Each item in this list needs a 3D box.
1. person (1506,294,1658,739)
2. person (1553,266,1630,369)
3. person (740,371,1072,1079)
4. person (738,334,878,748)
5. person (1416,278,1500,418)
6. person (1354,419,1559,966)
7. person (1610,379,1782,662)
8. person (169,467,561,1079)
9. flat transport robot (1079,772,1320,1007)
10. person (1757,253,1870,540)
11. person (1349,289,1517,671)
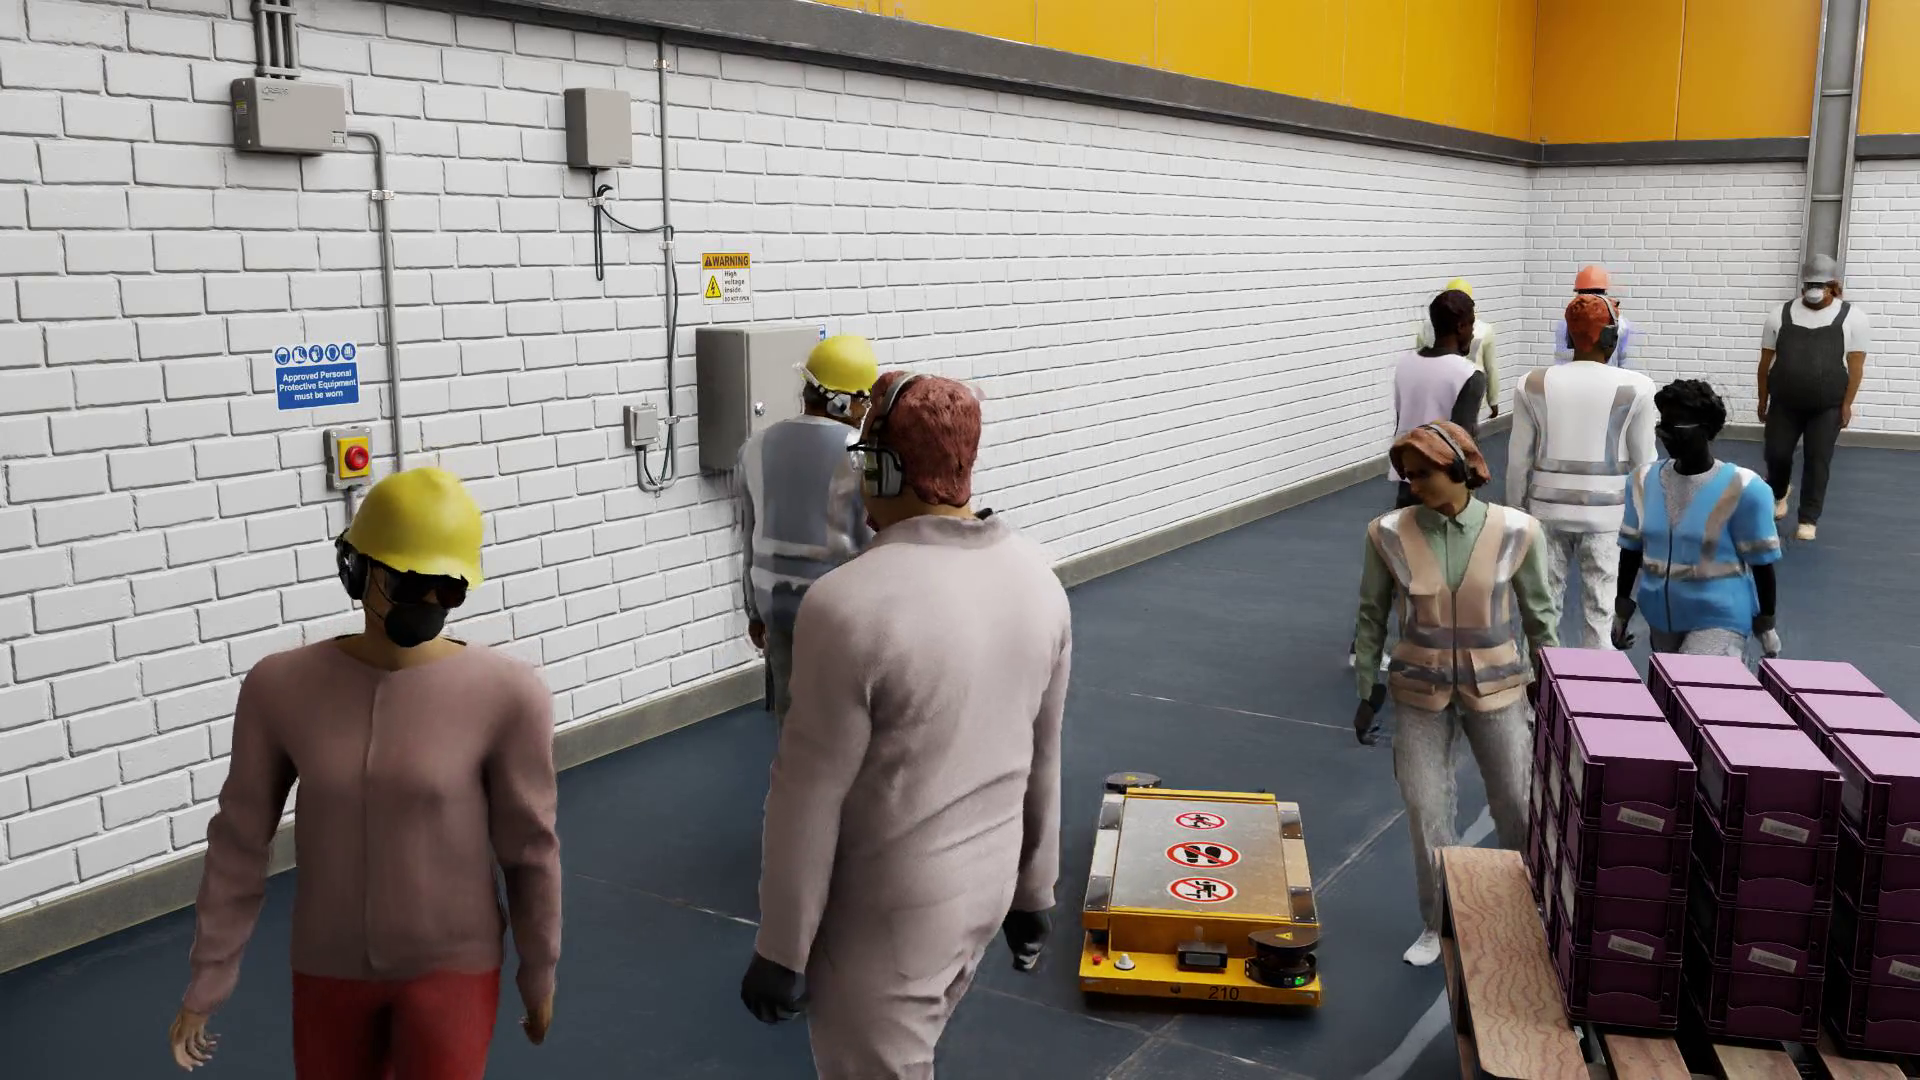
[{"bbox_3d":[2.561,-0.069,6.887,0.584,1.881,0.337,6,12,30],"label":"person"},{"bbox_3d":[4.561,-1.036,12.194,0.556,1.907,0.825,1,10,4],"label":"person"},{"bbox_3d":[-0.051,0.644,2.964,0.825,1.882,0.652,8,13,36],"label":"person"},{"bbox_3d":[-0.488,0.231,5.453,0.614,1.802,0.597,5,11,25],"label":"person"},{"bbox_3d":[3.842,-1.094,12.782,0.601,1.807,0.766,6,12,32],"label":"person"},{"bbox_3d":[1.444,0.458,4.730,0.642,1.607,0.336,3,11,16],"label":"person"},{"bbox_3d":[2.552,0.259,5.743,0.922,1.643,0.555,-6,12,-32],"label":"person"},{"bbox_3d":[-0.973,0.732,2.861,0.577,1.723,0.514,0,10,-1],"label":"person"},{"bbox_3d":[0.748,1.042,5.197,0.652,0.197,1.431,1,10,8],"label":"flat transport robot"},{"bbox_3d":[6.020,-1.033,11.792,0.687,2.000,0.663,7,12,33],"label":"person"},{"bbox_3d":[2.322,-0.281,8.119,0.987,1.872,0.605,-5,11,-27],"label":"person"}]
